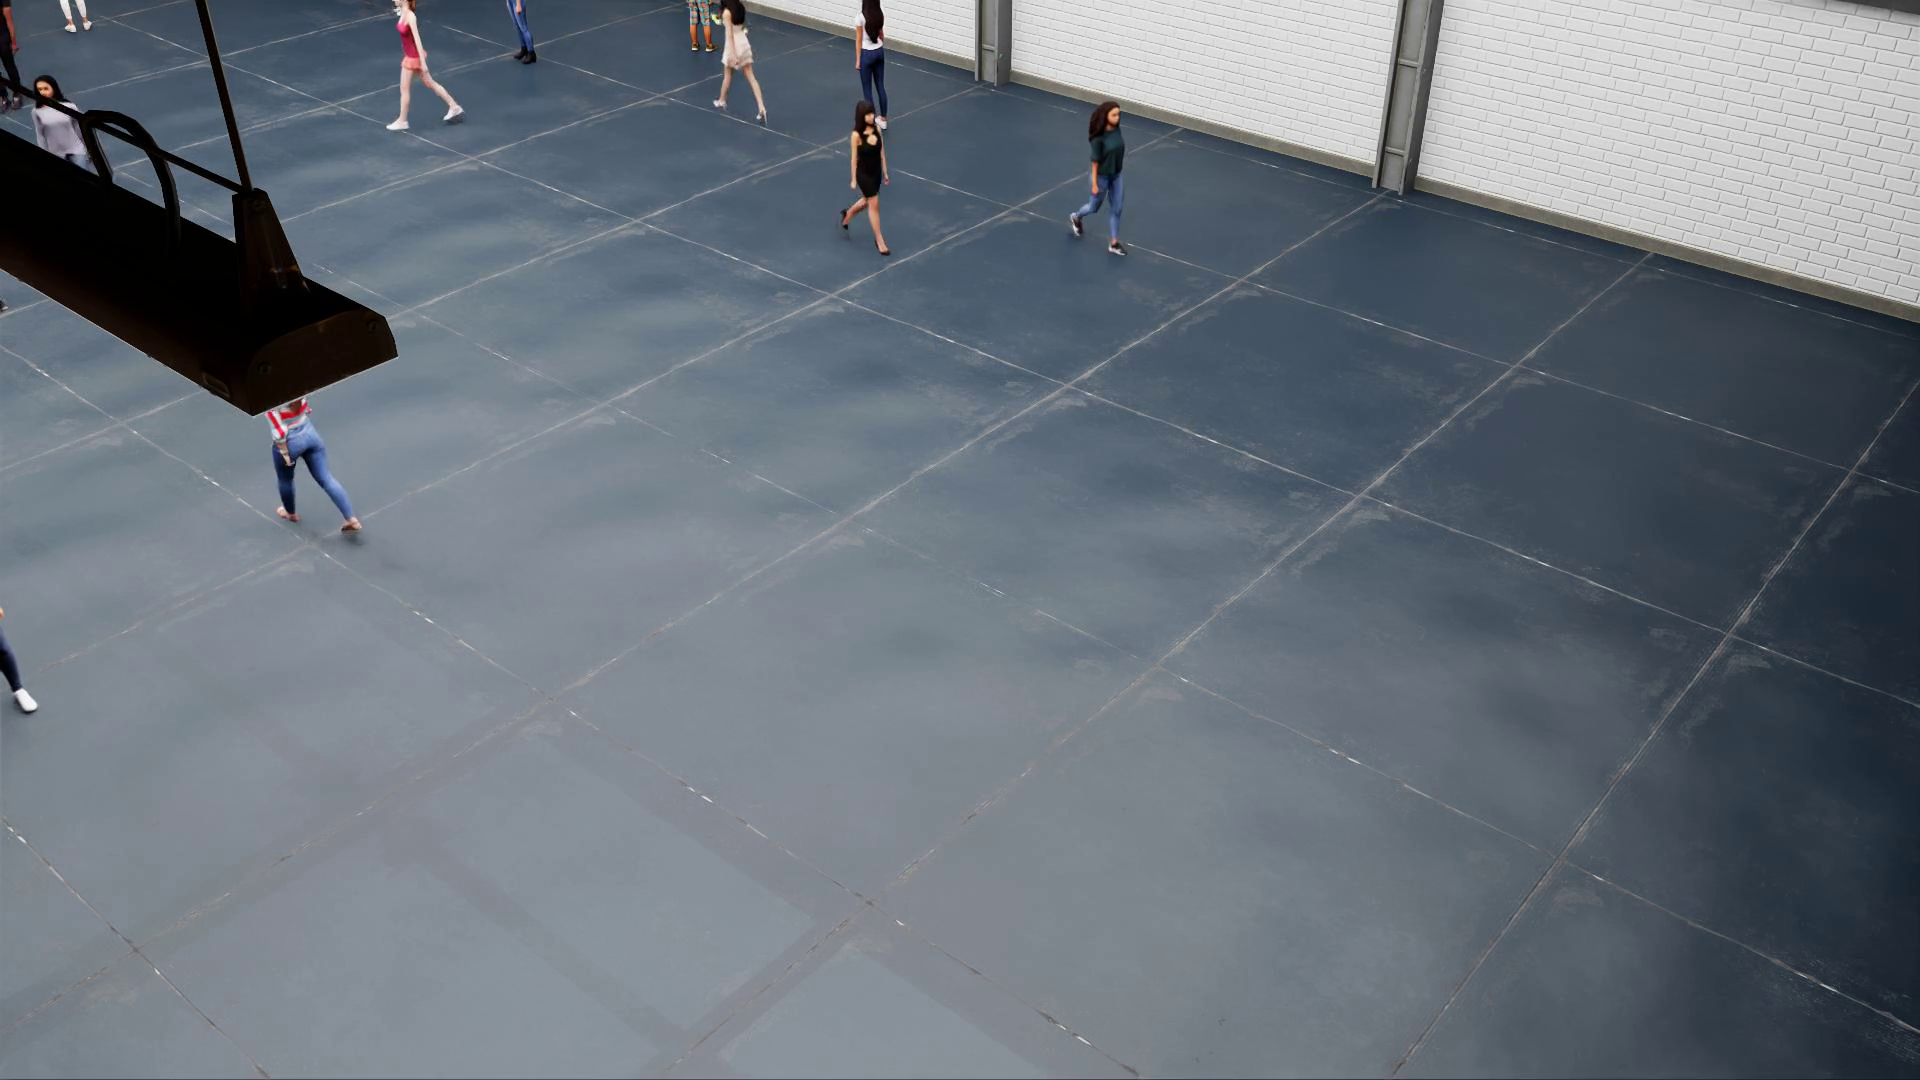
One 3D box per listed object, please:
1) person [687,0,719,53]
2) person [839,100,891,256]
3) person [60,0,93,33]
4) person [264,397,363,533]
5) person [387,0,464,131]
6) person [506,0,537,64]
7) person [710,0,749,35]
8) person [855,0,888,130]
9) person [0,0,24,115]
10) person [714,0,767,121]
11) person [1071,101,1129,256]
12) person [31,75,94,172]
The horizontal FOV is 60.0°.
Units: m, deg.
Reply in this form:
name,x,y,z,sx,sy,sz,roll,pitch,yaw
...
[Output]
name,x,y,z,sx,sy,sz,roll,pitch,yaw
person,-3.659,-7.592,23.272,0.557,1.461,0.659,7,34,10
person,-1.010,-3.829,17.465,0.610,1.623,1.033,-29,43,-36
person,-12.950,-8.219,23.988,0.644,1.713,0.629,-22,39,-29
person,-5.039,-0.722,12.833,1.143,1.576,0.681,19,38,26
person,-6.663,-5.955,20.585,1.012,1.710,1.180,-13,36,-19
person,-6.077,-7.383,22.807,0.710,1.628,0.548,-21,39,-28
person,-3.319,-8.075,23.785,0.684,1.699,1.187,-26,41,-33
person,-1.080,-5.928,20.486,0.596,1.774,0.527,-28,43,-35
person,-12.213,-6.401,21.181,0.898,1.793,0.958,-4,34,-7
person,-2.689,-6.045,20.748,1.085,1.681,0.588,24,40,31
person,1.482,-3.830,17.494,0.708,1.592,1.079,-25,41,-33
person,-9.578,-4.170,17.908,1.012,1.701,1.139,-7,34,-11
